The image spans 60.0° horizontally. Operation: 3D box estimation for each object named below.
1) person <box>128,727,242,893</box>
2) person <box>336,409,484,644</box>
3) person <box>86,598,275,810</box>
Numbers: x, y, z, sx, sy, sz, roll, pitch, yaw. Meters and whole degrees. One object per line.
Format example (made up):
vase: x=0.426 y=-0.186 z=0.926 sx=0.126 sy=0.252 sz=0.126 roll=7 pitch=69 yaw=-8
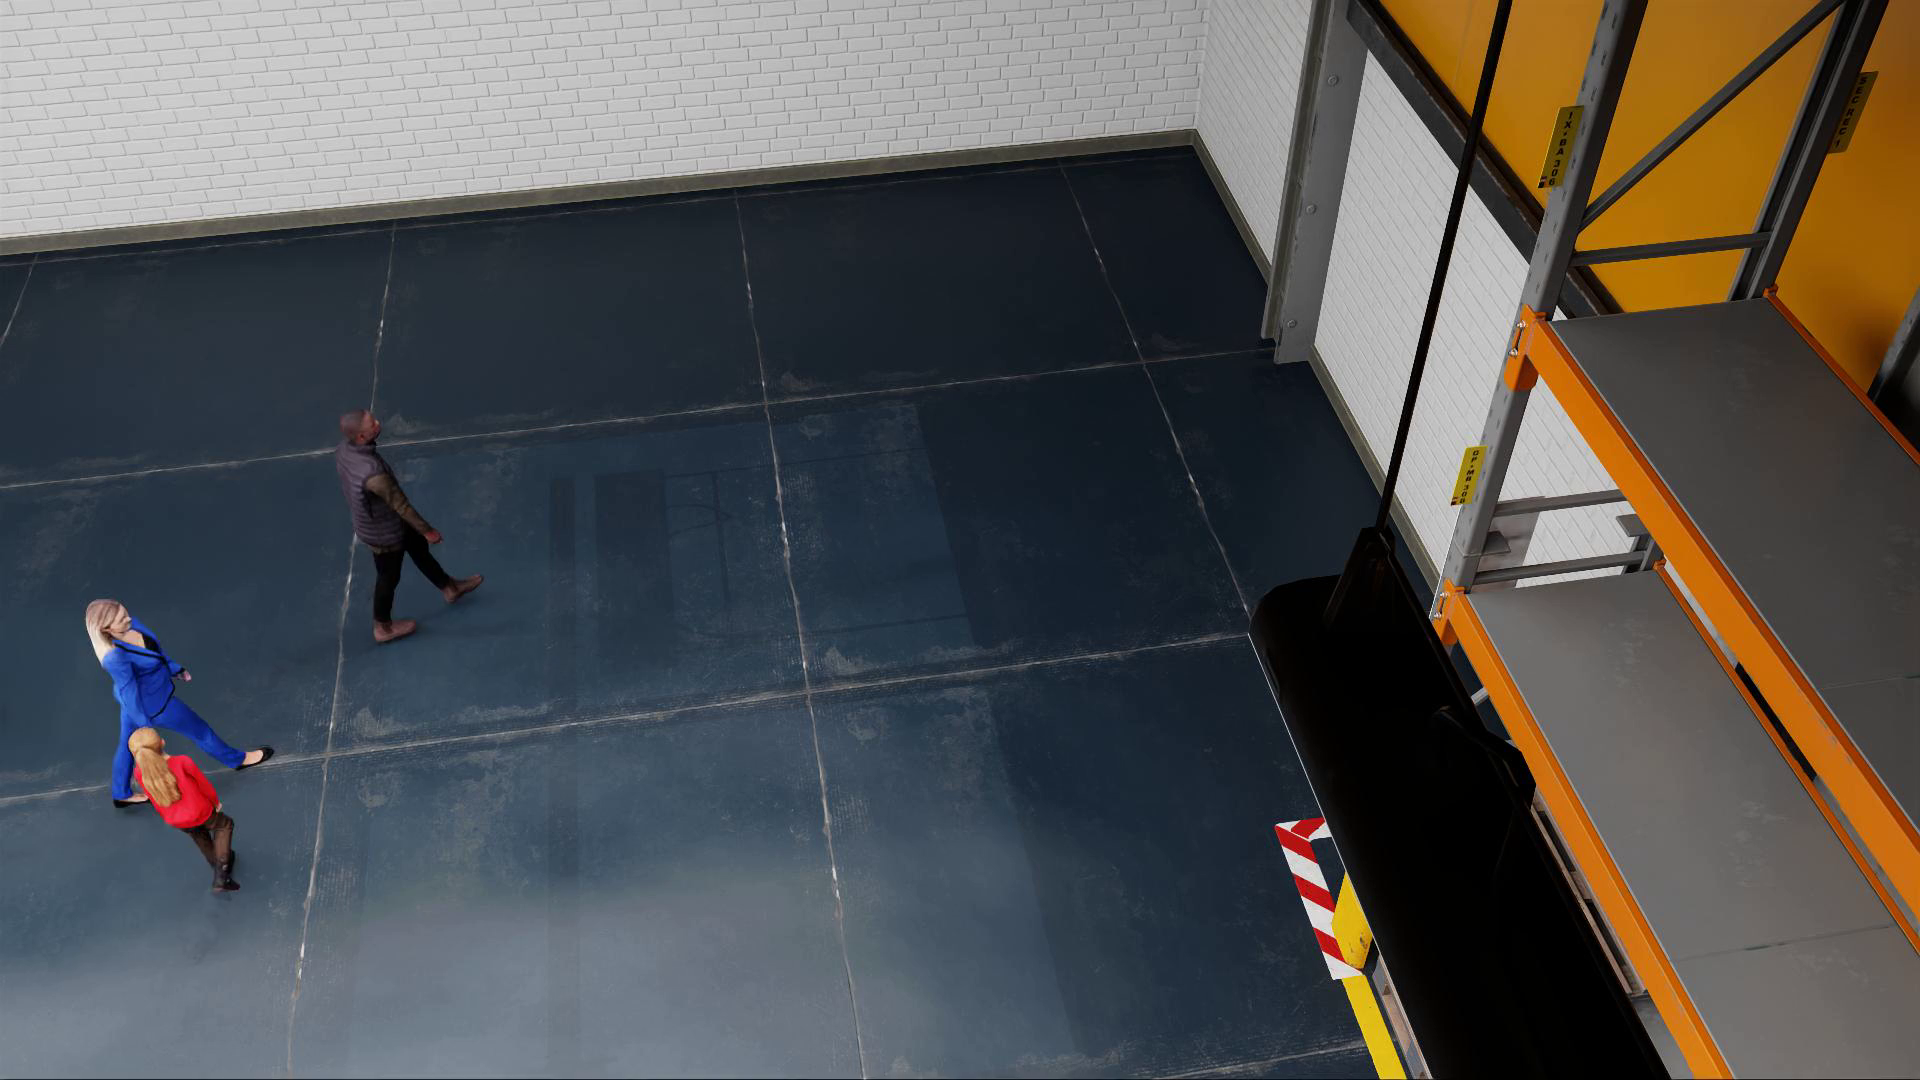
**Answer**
person: x=-4.276 y=1.540 z=9.202 sx=0.499 sy=1.266 sz=0.636 roll=-3 pitch=44 yaw=-3
person: x=-3.695 y=-0.034 z=10.466 sx=1.001 sy=1.802 sz=1.082 roll=-23 pitch=48 yaw=-22
person: x=-4.753 y=0.964 z=9.530 sx=0.925 sy=1.646 sz=1.165 roll=-20 pitch=47 yaw=-20
